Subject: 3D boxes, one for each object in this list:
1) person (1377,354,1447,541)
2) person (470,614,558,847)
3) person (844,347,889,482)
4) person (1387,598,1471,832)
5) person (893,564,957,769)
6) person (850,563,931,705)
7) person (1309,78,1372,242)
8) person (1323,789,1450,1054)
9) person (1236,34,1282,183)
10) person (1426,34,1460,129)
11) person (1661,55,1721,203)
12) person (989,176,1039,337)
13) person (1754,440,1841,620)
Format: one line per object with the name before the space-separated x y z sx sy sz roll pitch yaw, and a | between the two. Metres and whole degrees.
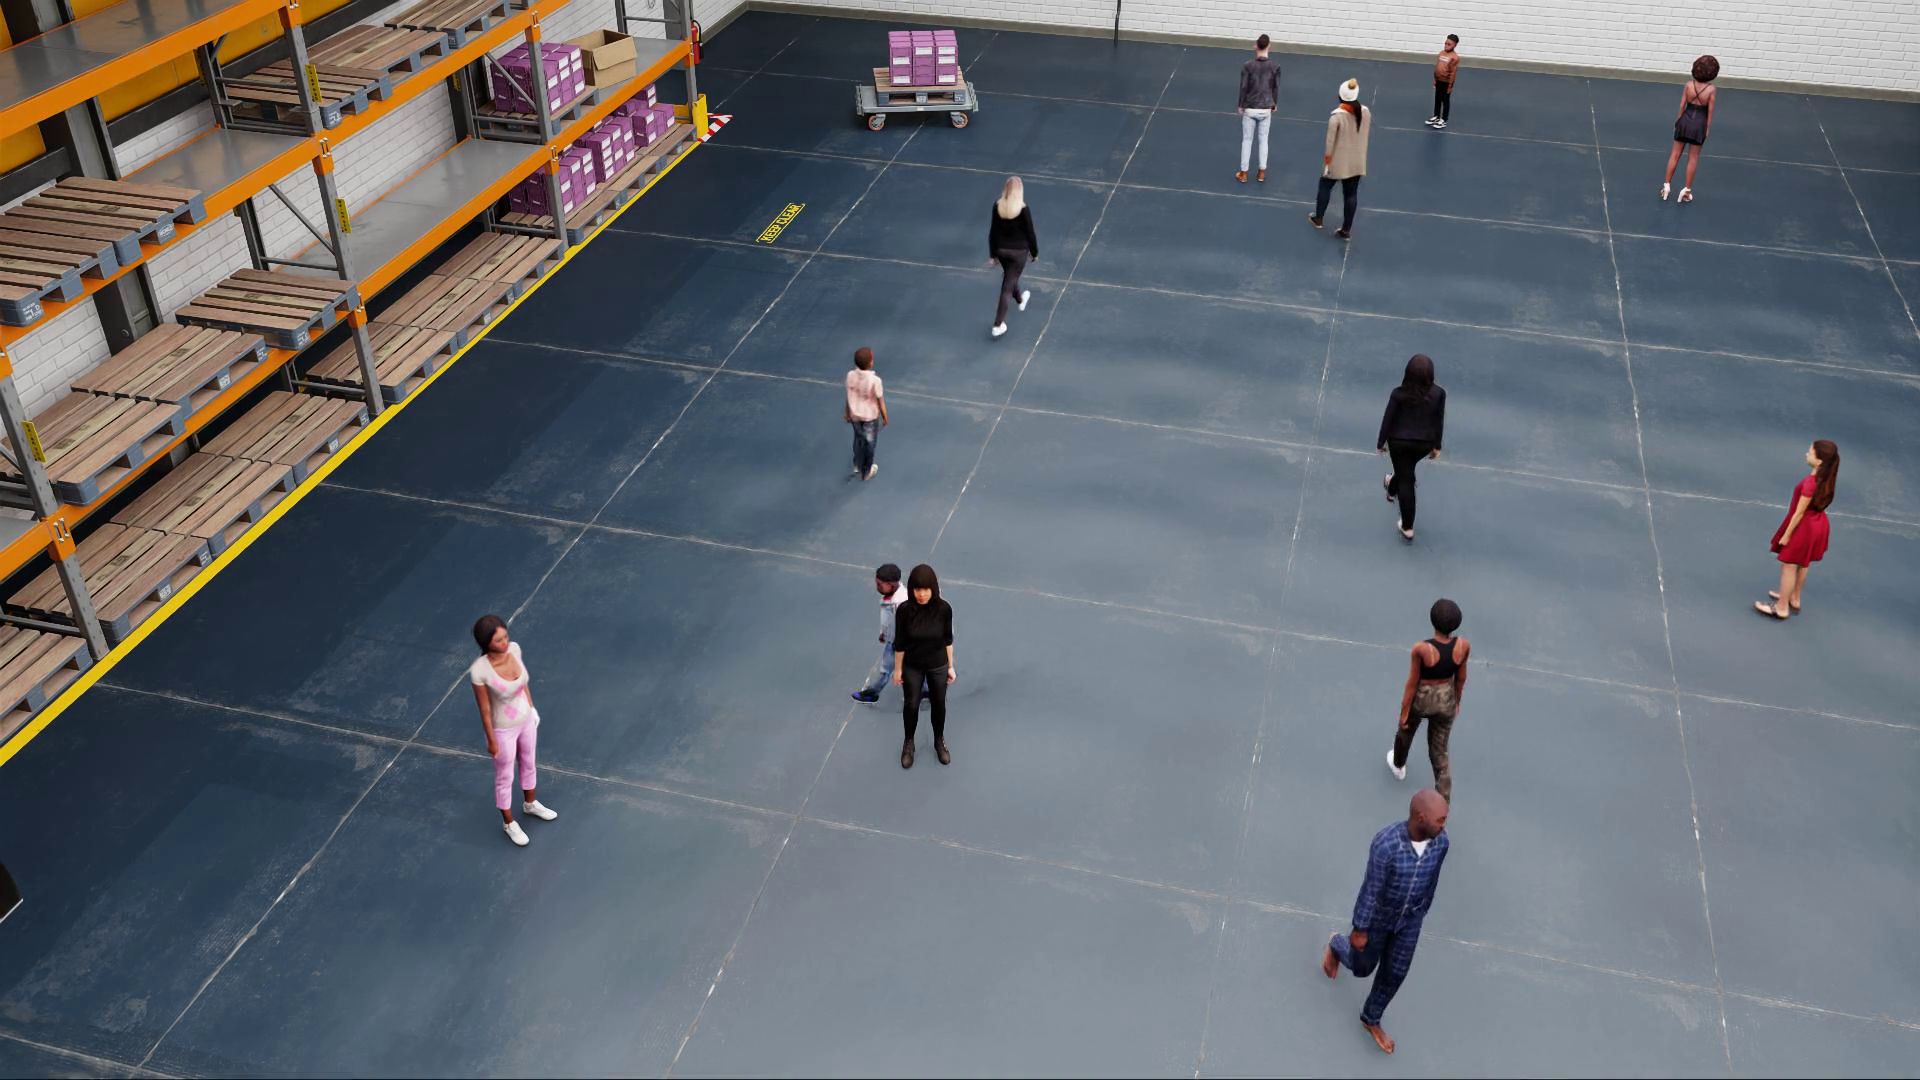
person | 3.815 -0.756 14.012 0.941 1.569 1.210 -4 34 -6
person | -2.948 1.212 10.895 0.699 1.742 0.535 18 38 25
person | -0.881 -1.095 14.761 0.556 1.304 0.513 13 36 19
person | 3.147 1.175 11.026 0.857 1.659 1.242 -2 34 -3
person | -0.244 0.855 11.522 0.649 1.642 0.620 -4 34 -6
person | -0.372 0.697 12.135 0.717 1.226 0.825 -3 34 -5
person | 4.464 -4.361 19.164 0.913 1.869 1.047 -5 34 -7
person | 2.421 2.085 9.545 0.964 1.783 1.106 -6 34 -9
person | 3.709 -5.361 20.700 0.721 1.835 0.668 -2 34 -3
person | 6.584 -6.237 22.541 0.646 1.255 0.581 -17 37 -23
person | 8.871 -4.981 20.168 0.627 1.790 0.642 22 40 30
person | 0.491 -2.878 17.143 0.780 1.637 1.189 15 36 21
person | 6.624 -0.096 13.037 0.678 1.548 0.739 -26 41 -33
